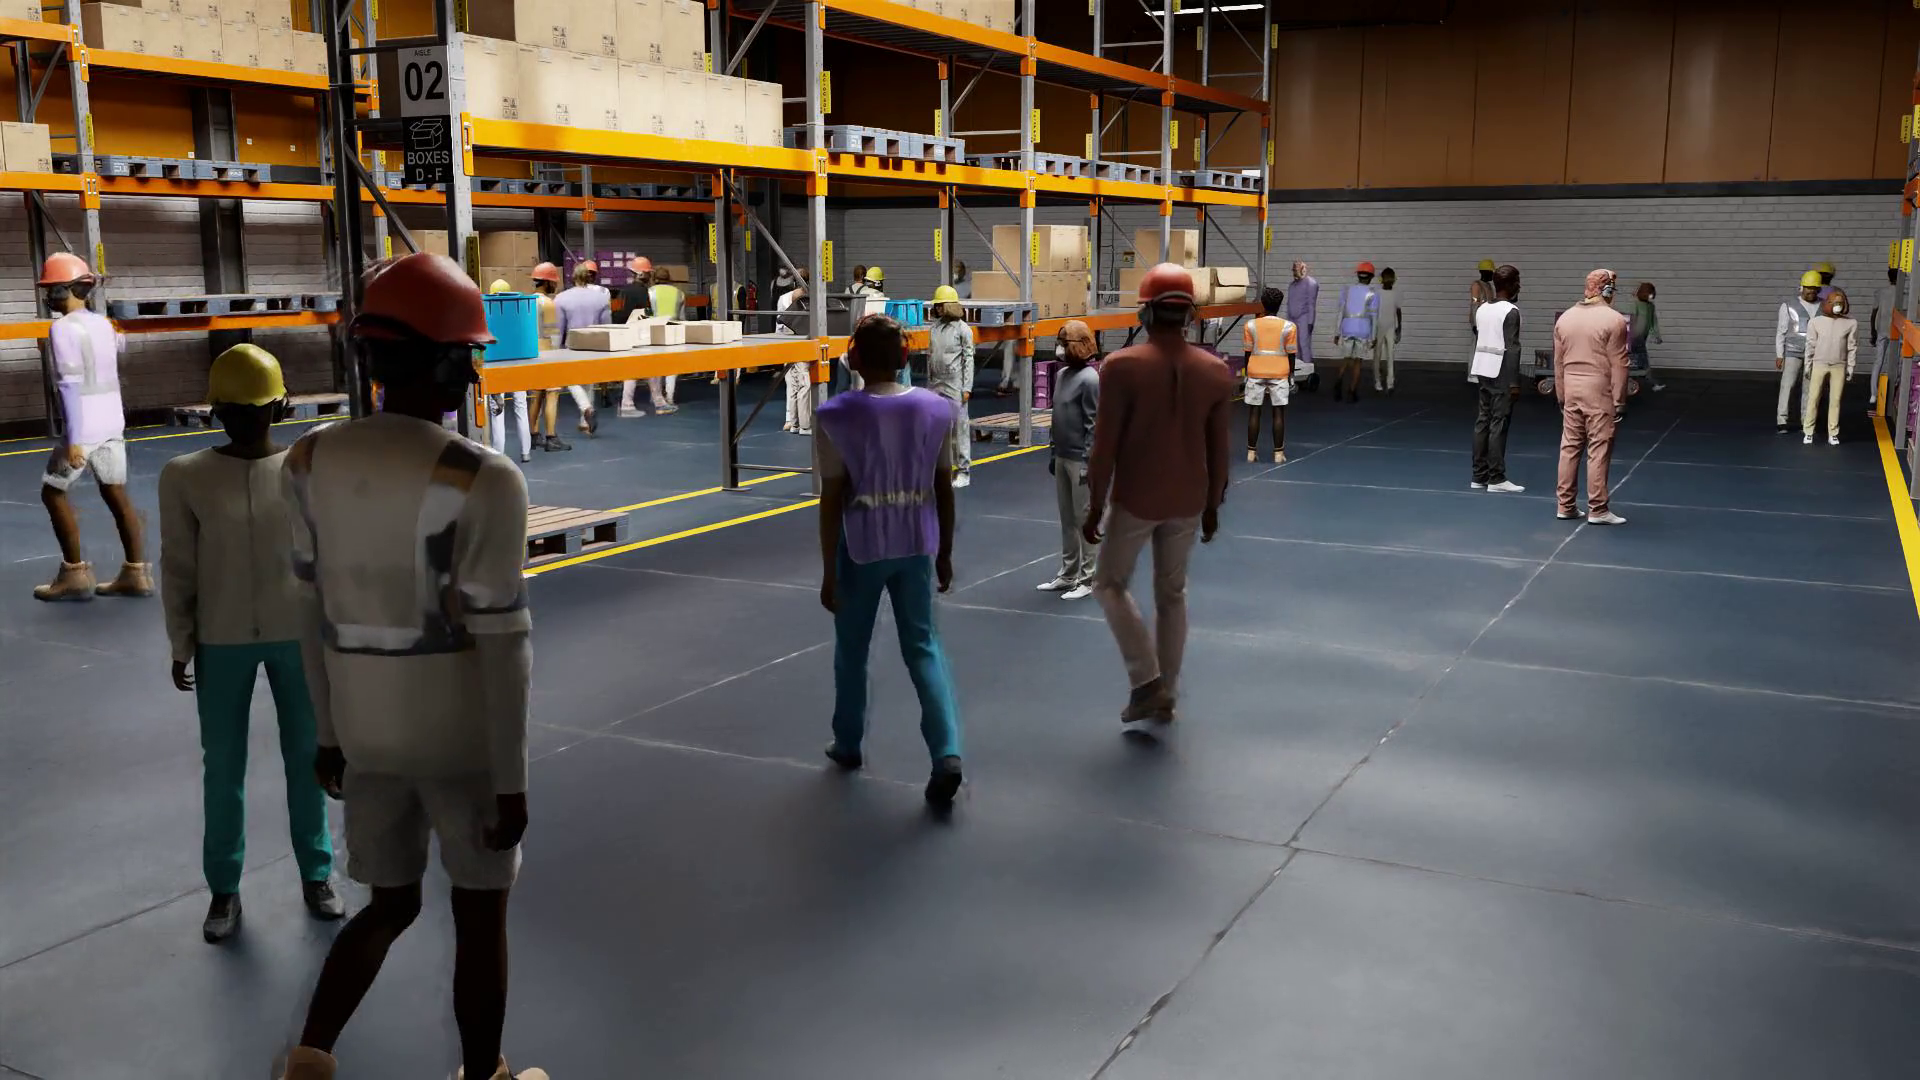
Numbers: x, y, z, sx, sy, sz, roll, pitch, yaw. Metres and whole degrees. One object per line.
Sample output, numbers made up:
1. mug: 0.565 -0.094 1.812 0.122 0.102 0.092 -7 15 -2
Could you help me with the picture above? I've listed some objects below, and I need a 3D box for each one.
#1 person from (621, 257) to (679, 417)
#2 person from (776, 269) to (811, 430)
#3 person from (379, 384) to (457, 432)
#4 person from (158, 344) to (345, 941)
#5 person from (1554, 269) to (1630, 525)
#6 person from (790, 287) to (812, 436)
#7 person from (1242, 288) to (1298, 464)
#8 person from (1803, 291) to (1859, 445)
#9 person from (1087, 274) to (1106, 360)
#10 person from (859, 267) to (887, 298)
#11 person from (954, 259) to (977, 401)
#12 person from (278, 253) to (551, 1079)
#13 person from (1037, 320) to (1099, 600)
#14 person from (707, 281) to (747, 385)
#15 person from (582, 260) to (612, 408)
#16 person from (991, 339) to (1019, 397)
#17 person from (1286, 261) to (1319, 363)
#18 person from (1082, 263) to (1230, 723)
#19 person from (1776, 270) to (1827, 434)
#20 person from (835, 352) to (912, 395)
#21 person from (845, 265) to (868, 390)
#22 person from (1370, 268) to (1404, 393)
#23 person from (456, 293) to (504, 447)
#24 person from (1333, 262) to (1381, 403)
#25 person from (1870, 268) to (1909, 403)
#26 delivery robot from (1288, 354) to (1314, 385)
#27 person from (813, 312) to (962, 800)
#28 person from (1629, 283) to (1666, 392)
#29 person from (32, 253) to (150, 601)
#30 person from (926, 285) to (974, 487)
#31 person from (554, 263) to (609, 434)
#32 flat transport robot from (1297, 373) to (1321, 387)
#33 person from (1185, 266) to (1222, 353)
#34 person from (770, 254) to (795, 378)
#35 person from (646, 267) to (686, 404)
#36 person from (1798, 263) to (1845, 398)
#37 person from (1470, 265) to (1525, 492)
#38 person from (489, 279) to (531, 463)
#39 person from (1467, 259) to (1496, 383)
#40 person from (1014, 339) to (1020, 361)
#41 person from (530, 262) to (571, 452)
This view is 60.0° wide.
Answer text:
1. person: -3.824 -2.492 20.530 0.888 1.959 0.623 -4 10 -20
2. person: -1.790 -2.163 18.970 0.636 1.842 0.429 0 10 2
3. person: -2.388 -0.193 7.288 0.355 1.940 0.542 -8 12 -38
4. person: -2.079 0.300 4.956 0.523 1.762 0.328 -5 11 -26
5. person: 4.745 -1.065 12.447 0.409 1.903 0.639 -5 11 -28
6. person: -1.750 -1.979 18.478 0.308 1.645 0.517 -5 11 -27
7. person: 2.979 -1.577 16.021 0.530 1.689 0.322 3 10 16
8. person: 9.190 -1.812 17.577 0.500 1.629 0.271 3 10 19
9. person: 1.770 -2.841 23.175 0.521 1.742 0.763 5 11 26
10. person: -1.130 -2.726 22.258 0.403 1.834 0.588 -9 13 -41
11. person: -0.032 -2.846 22.684 0.627 1.947 0.419 5 11 27
12. person: -1.182 0.418 3.508 0.625 2.028 0.732 4 10 21
13. person: 0.662 -0.470 9.764 0.284 1.636 0.500 -4 11 -23
14. person: -3.603 -3.304 25.580 0.633 1.843 0.429 3 10 16
15. person: -4.815 -2.677 21.709 0.548 1.924 0.390 -2 10 -9
16. person: 0.607 -2.935 23.426 0.582 1.843 0.910 9 13 42
17. person: 5.391 -3.471 26.405 0.398 1.899 0.649 -5 11 -27
18. person: 0.833 -0.176 7.061 0.665 1.981 0.562 -4 10 -20
19. person: 9.426 -2.086 18.564 0.601 1.827 0.403 1 10 7
20. person: -0.597 -0.754 11.500 0.527 1.604 0.774 -1 10 -3
21. person: -1.450 -3.106 24.420 0.508 1.846 0.345 6 11 30
22. person: 6.191 -3.045 24.189 0.489 1.812 1.028 1 10 7
23. person: -3.847 -1.152 13.034 0.517 1.874 0.327 -3 10 -15
24. person: 5.347 -2.781 22.371 0.591 1.904 0.535 7 12 34
25. person: 12.499 -2.756 22.359 0.332 1.861 0.514 -6 12 -32
26. delivery robot: 4.816 -2.454 24.106 0.477 0.478 0.707 10 14 44
27. person: -0.256 0.053 6.252 0.580 1.811 0.925 -5 11 -25
28. person: 9.962 -2.937 24.183 0.609 1.571 0.852 -7 12 -36
29. person: -5.152 -0.647 9.685 0.760 2.013 0.634 0 10 0
30. person: -0.107 -1.325 14.405 0.491 1.743 0.324 9 13 41
31. person: -4.156 -2.095 18.374 0.636 1.918 0.766 -6 11 -31
32. flat transport robot: 4.718 -2.472 25.301 0.652 0.197 1.431 -8 12 -38
33. person: 3.799 -3.354 25.949 0.606 1.823 0.404 0 10 -2
34. person: -2.762 -3.654 27.031 0.683 2.000 0.773 3 10 18
35. person: -4.010 -2.744 22.371 0.660 1.827 0.531 -5 11 -28
36. person: 11.762 -2.841 22.798 0.612 1.871 0.936 5 11 28
37. person: 4.573 -1.370 14.159 0.392 1.920 0.587 -2 10 -13
38. person: -4.378 -1.610 15.990 0.524 1.770 0.315 -5 11 -26
39. person: 8.159 -3.417 25.982 0.371 1.929 0.585 8 13 38
40. person: 1.008 -4.283 31.126 0.391 1.895 0.711 3 10 19
41. person: -4.228 -1.853 16.989 0.376 1.923 0.584 -9 13 -42
